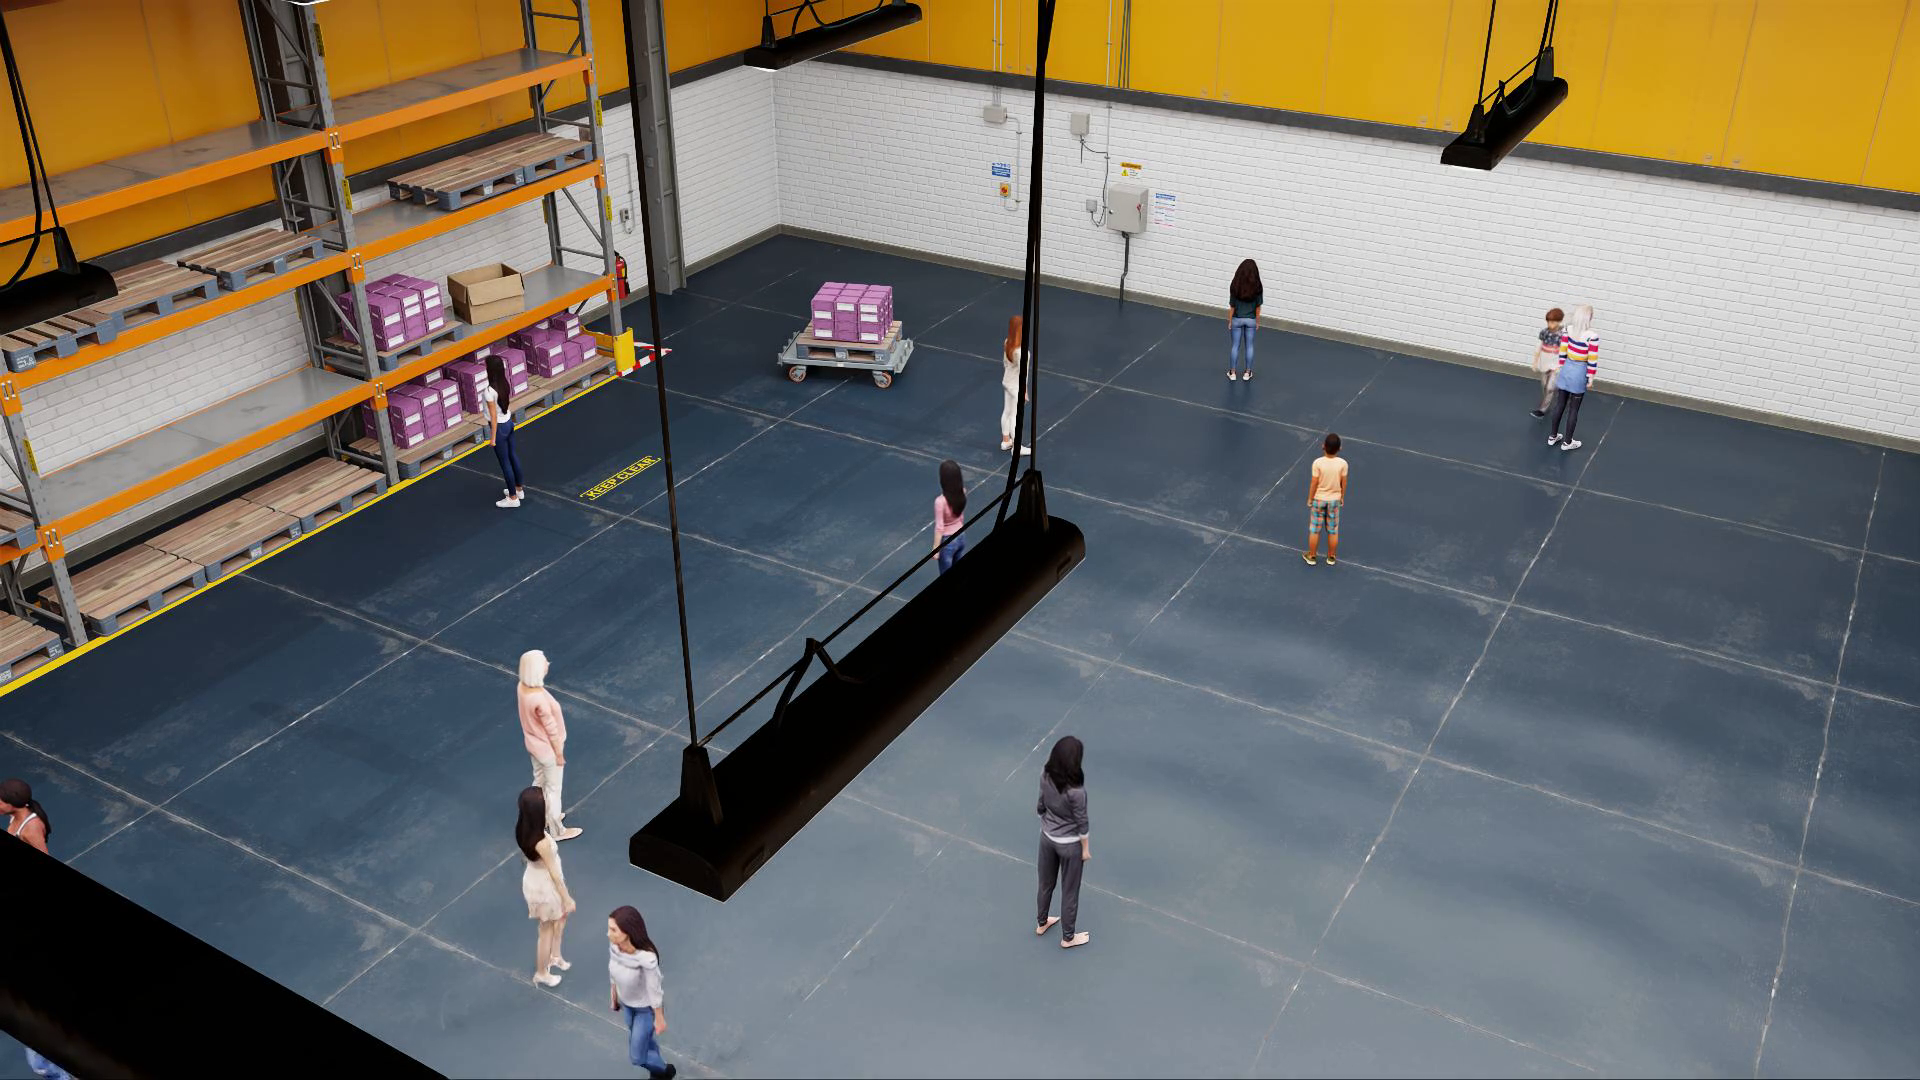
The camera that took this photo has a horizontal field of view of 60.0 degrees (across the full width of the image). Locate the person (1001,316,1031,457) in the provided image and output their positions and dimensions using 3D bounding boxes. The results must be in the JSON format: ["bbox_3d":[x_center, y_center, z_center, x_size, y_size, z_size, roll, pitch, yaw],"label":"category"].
[{"bbox_3d":[0.637,-1.815,19.491,0.728,1.713,0.698,-12,31,-21],"label":"person"}]

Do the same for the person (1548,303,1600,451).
[{"bbox_3d":[7.247,-1.947,19.632,0.678,1.809,0.722,-19,34,-31],"label":"person"}]

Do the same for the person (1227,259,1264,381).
[{"bbox_3d":[3.670,-2.851,21.491,0.696,1.616,0.721,3,29,5],"label":"person"}]

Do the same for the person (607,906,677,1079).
[{"bbox_3d":[-2.004,2.981,10.798,0.671,1.617,0.689,-25,37,-38],"label":"person"}]

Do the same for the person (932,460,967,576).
[{"bbox_3d":[-0.093,0.017,16.102,0.662,1.742,0.494,21,35,34],"label":"person"}]

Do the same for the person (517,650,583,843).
[{"bbox_3d":[-3.304,1.616,13.188,0.635,1.725,0.668,-23,36,-35],"label":"person"}]

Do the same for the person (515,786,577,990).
[{"bbox_3d":[-2.987,2.483,11.598,0.725,1.725,0.684,-17,33,-28],"label":"person"}]

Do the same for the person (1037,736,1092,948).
[{"bbox_3d":[0.742,2.185,12.104,0.642,1.764,0.587,24,36,36],"label":"person"}]

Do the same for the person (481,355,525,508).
[{"bbox_3d":[-5.031,-1.210,18.316,0.714,1.775,0.568,5,29,9],"label":"person"}]

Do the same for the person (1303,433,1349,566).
[{"bbox_3d":[3.790,-0.419,17.194,0.603,1.461,0.617,1,29,2],"label":"person"}]

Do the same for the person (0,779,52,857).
[{"bbox_3d":[-6.438,2.399,11.721,0.603,1.755,0.618,-24,37,-36],"label":"person"}]

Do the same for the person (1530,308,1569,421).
[{"bbox_3d":[7.341,-2.210,20.536,0.624,1.405,0.978,17,33,29],"label":"person"}]
